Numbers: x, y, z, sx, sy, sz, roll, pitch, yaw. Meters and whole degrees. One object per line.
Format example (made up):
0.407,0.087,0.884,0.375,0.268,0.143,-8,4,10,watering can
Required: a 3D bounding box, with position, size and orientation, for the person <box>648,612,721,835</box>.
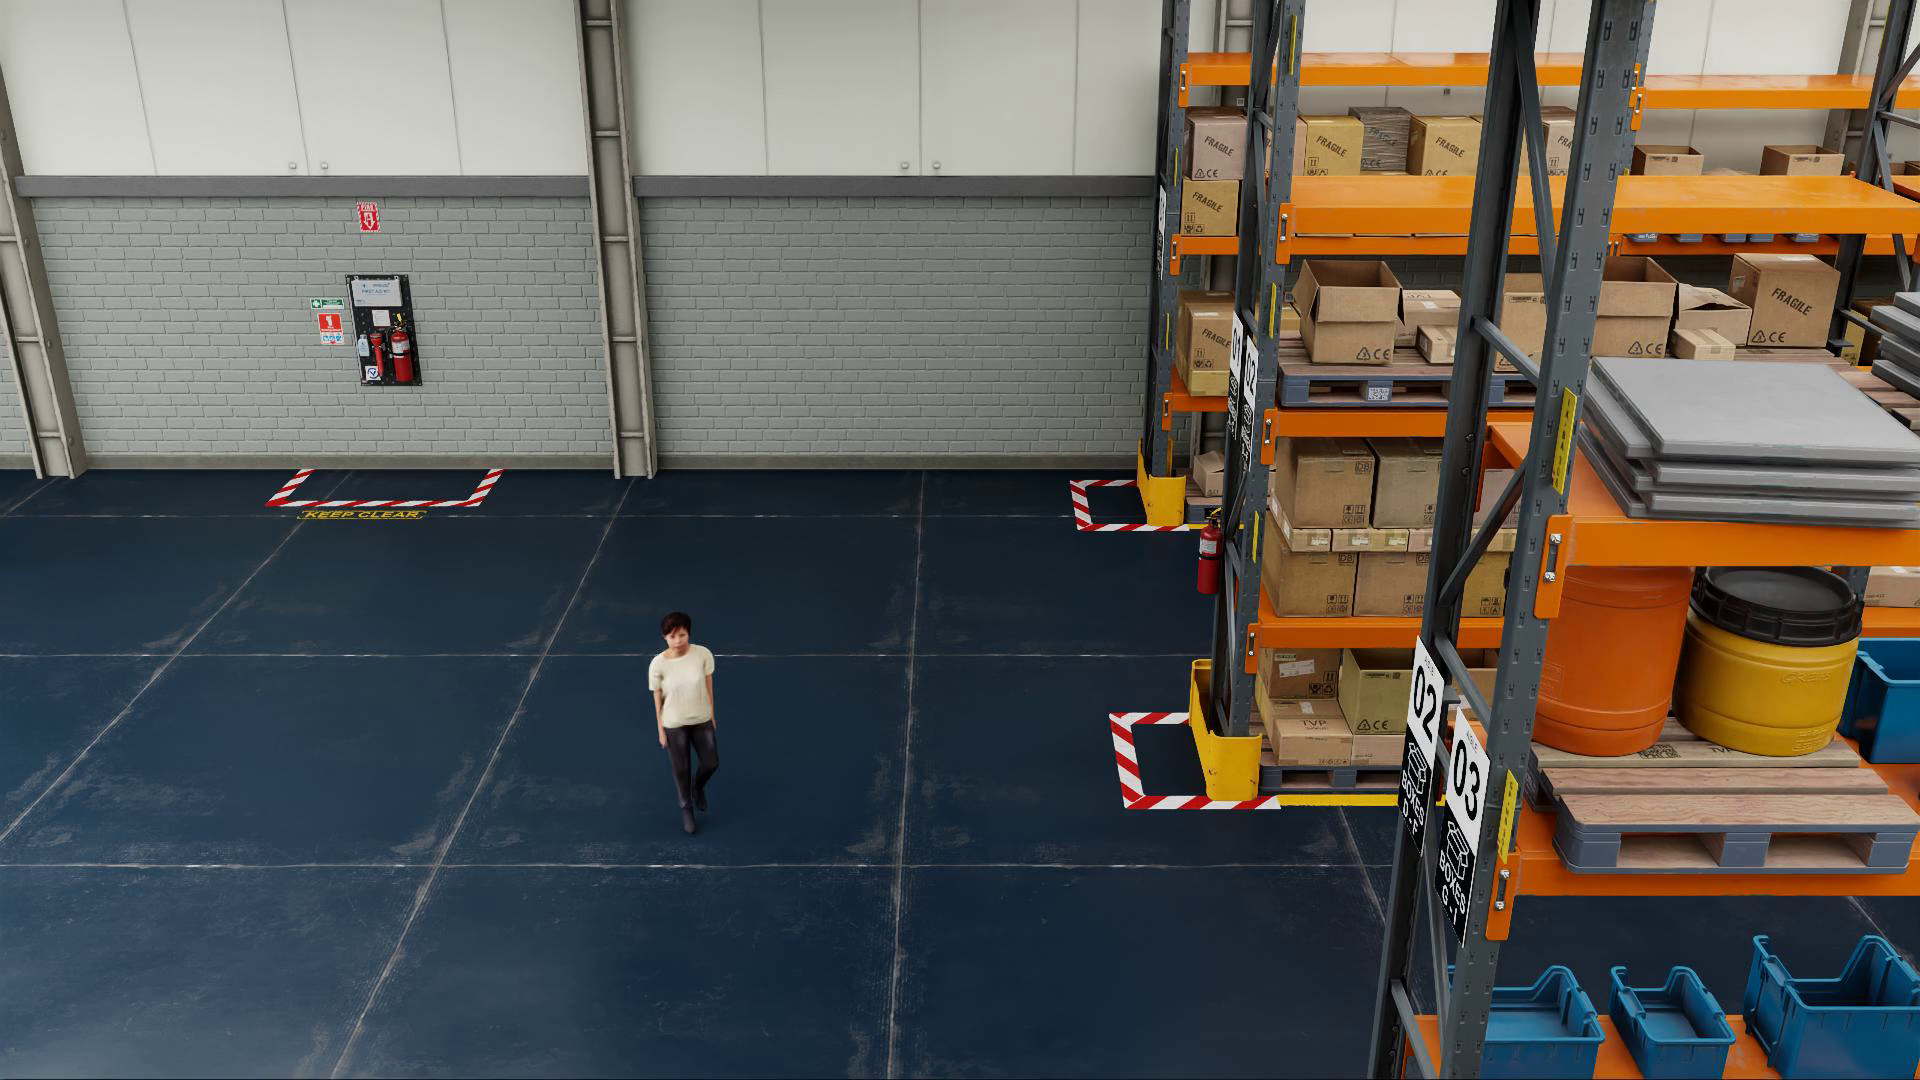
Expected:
-1.815,1.176,10.967,0.677,1.575,0.759,-9,25,-20,person
